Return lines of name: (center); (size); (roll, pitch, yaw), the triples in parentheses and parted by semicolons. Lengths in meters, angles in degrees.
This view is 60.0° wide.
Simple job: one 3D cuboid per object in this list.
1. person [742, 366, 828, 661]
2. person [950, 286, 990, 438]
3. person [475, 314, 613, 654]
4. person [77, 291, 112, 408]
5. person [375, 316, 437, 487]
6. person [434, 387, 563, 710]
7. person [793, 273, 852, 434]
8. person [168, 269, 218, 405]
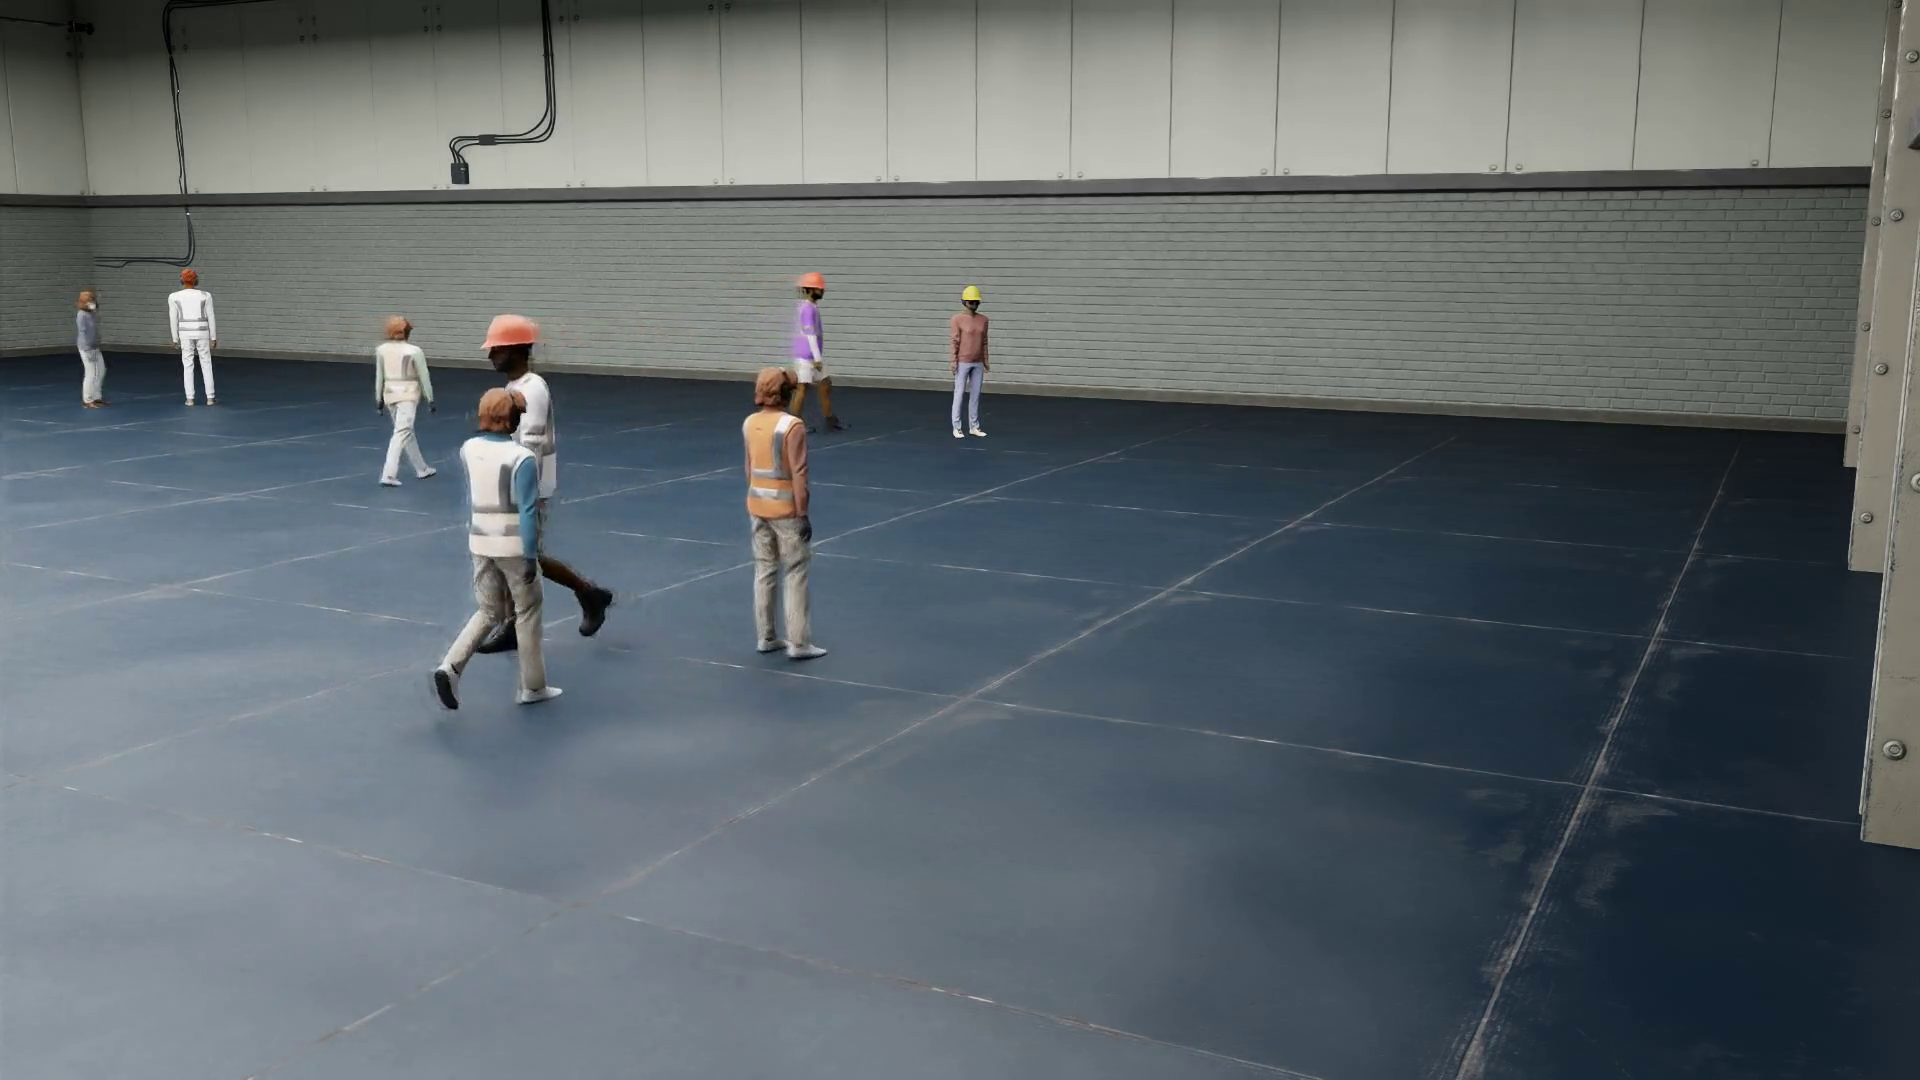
person: (-1.011, -0.147, 9.259); (0.535, 1.636, 0.337); (10, 14, 44)
person: (0.128, -2.066, 19.363); (0.533, 1.767, 0.326); (-7, 13, -34)
person: (-2.402, -0.311, 9.384); (0.708, 1.917, 0.567); (-6, 12, -29)
person: (-11.827, -2.584, 22.633); (0.400, 1.595, 0.544); (0, 10, -1)
person: (-5.253, -1.315, 15.738); (0.537, 1.588, 0.881); (4, 11, 21)
person: (-2.290, 0.058, 8.182); (0.521, 1.616, 0.627); (6, 12, 30)
person: (-1.640, -2.194, 19.674); (0.856, 1.902, 0.566); (0, 10, -2)
person: (-10.632, -2.808, 23.092); (0.573, 1.883, 0.356); (-4, 11, -23)
